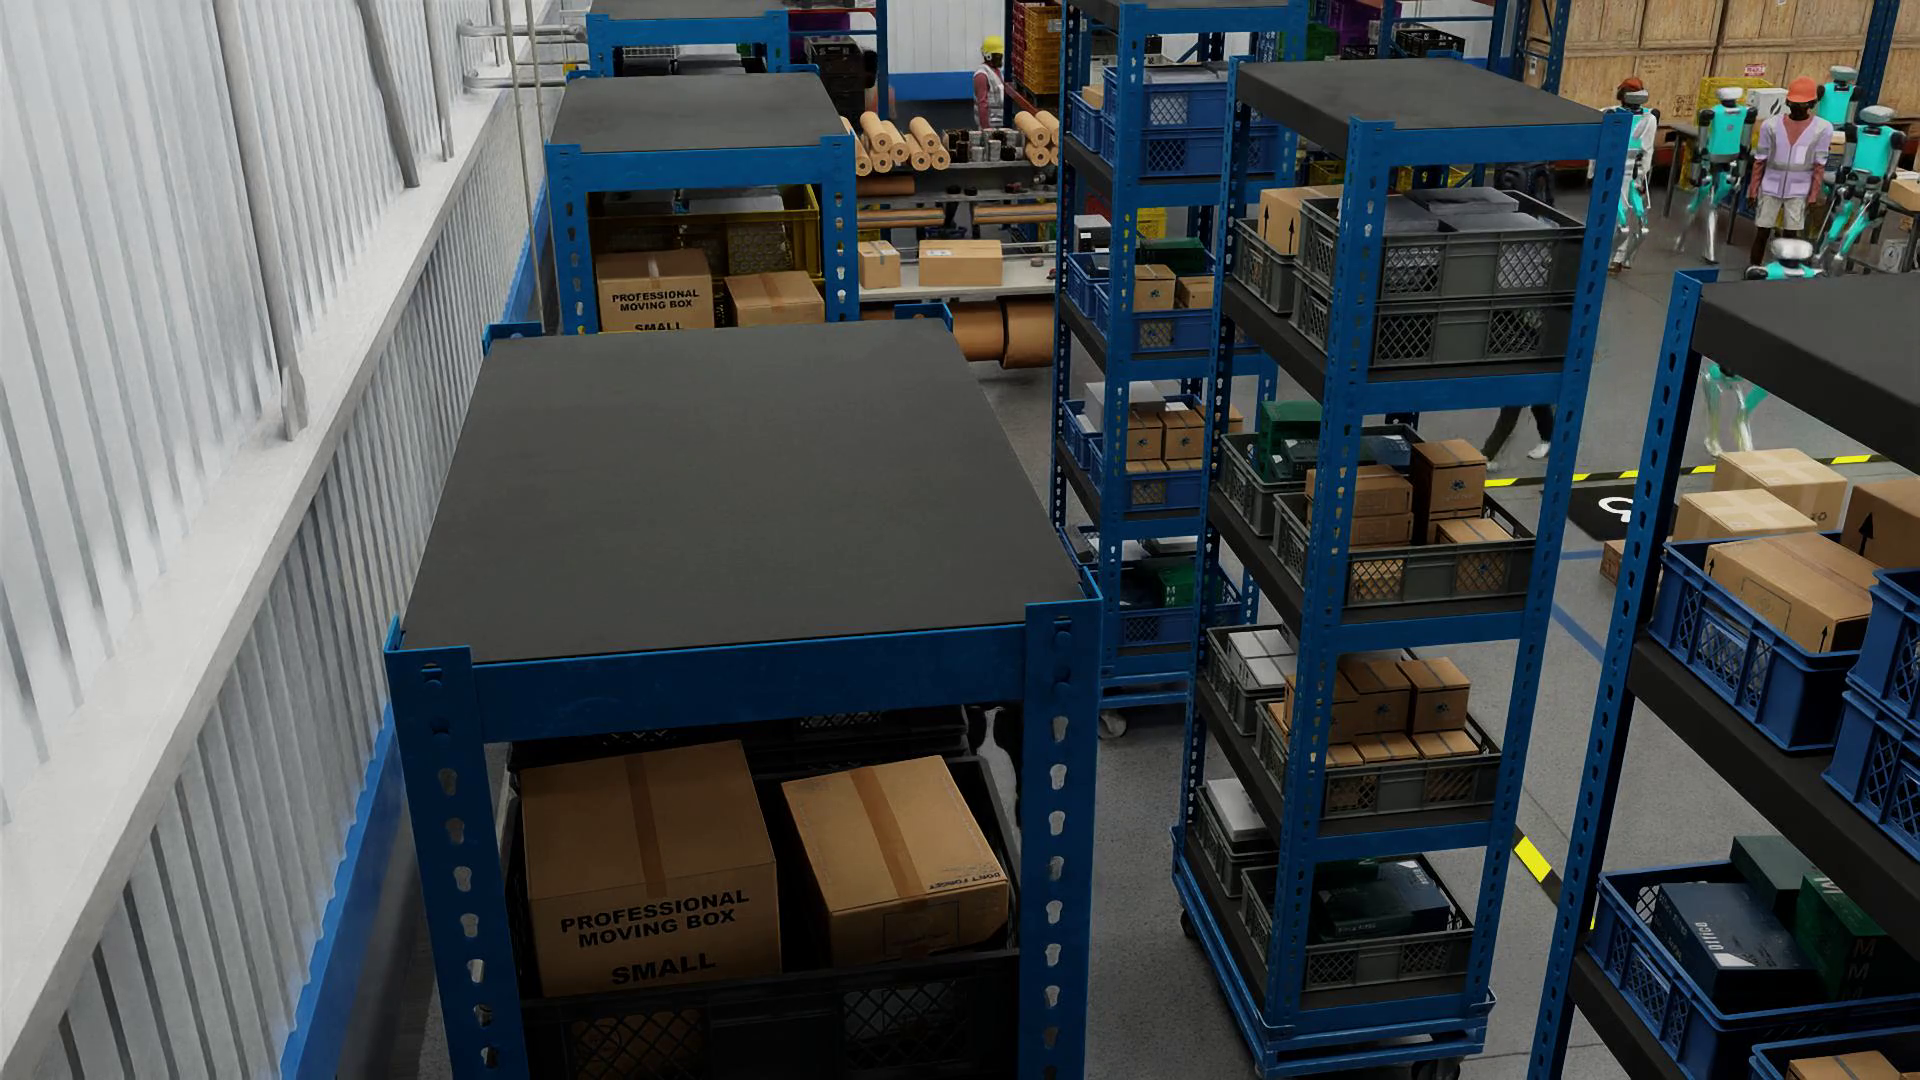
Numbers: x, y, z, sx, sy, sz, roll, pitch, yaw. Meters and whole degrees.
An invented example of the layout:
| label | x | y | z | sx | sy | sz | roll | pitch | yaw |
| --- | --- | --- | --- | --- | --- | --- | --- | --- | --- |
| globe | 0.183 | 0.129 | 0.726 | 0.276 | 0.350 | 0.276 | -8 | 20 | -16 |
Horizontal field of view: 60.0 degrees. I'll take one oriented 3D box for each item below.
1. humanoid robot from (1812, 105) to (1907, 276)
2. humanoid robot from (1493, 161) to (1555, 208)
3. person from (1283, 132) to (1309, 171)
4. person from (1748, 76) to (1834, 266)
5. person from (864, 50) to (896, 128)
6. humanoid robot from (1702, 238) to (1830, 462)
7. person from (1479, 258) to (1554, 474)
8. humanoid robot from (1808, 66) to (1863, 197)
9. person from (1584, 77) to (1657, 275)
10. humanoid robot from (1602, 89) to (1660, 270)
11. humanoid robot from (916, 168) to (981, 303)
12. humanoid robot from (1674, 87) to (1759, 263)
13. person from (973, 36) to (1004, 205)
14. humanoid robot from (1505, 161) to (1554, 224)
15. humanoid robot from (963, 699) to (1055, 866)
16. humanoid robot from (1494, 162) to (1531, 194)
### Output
| label | x | y | z | sx | sy | sz | roll | pitch | yaw |
| --- | --- | --- | --- | --- | --- | --- | --- | --- | --- |
| humanoid robot | 8.016 | -2.955 | 15.040 | 0.662 | 1.862 | 0.549 | -15 | 29 | -29 |
| humanoid robot | 5.363 | -3.280 | 15.805 | 0.589 | 1.627 | 0.767 | 4 | 25 | 9 |
| person | 3.224 | -3.724 | 16.512 | 0.431 | 1.844 | 0.623 | 7 | 25 | 14 |
| person | 7.464 | -3.160 | 15.068 | 0.598 | 2.036 | 0.400 | 14 | 28 | 28 |
| person | -0.981 | -4.122 | 17.288 | 0.643 | 1.902 | 1.017 | -8 | 26 | -16 |
| humanoid robot | 5.352 | -1.277 | 11.269 | 0.540 | 1.725 | 0.775 | 1 | 25 | 2 |
| person | 3.889 | -1.344 | 11.388 | 0.990 | 1.790 | 0.624 | -9 | 26 | -18 |
| humanoid robot | 8.946 | -3.835 | 17.012 | 0.543 | 1.905 | 0.721 | -3 | 25 | -6 |
| person | 6.308 | -3.490 | 15.966 | 0.583 | 1.874 | 0.344 | 21 | 32 | 38 |
| humanoid robot | 6.334 | -3.369 | 15.703 | 0.533 | 1.677 | 0.735 | 0 | 25 | -1 |
| humanoid robot | -0.094 | -2.483 | 14.023 | 0.589 | 1.637 | 0.583 | 5 | 25 | 10 |
| humanoid robot | 7.373 | -3.598 | 16.431 | 0.569 | 1.833 | 0.920 | 1 | 25 | 3 |
| person | 0.362 | -4.716 | 18.679 | 0.404 | 1.832 | 0.591 | 7 | 26 | 16 |
| humanoid robot | 4.999 | -2.795 | 14.687 | 0.522 | 1.637 | 0.600 | -15 | 28 | -29 |
| humanoid robot | 0.112 | 0.698 | 7.111 | 0.595 | 1.642 | 0.397 | 2 | 25 | 5 |
| humanoid robot | 4.702 | -2.654 | 14.383 | 0.330 | 1.654 | 0.608 | 13 | 28 | 26 |
